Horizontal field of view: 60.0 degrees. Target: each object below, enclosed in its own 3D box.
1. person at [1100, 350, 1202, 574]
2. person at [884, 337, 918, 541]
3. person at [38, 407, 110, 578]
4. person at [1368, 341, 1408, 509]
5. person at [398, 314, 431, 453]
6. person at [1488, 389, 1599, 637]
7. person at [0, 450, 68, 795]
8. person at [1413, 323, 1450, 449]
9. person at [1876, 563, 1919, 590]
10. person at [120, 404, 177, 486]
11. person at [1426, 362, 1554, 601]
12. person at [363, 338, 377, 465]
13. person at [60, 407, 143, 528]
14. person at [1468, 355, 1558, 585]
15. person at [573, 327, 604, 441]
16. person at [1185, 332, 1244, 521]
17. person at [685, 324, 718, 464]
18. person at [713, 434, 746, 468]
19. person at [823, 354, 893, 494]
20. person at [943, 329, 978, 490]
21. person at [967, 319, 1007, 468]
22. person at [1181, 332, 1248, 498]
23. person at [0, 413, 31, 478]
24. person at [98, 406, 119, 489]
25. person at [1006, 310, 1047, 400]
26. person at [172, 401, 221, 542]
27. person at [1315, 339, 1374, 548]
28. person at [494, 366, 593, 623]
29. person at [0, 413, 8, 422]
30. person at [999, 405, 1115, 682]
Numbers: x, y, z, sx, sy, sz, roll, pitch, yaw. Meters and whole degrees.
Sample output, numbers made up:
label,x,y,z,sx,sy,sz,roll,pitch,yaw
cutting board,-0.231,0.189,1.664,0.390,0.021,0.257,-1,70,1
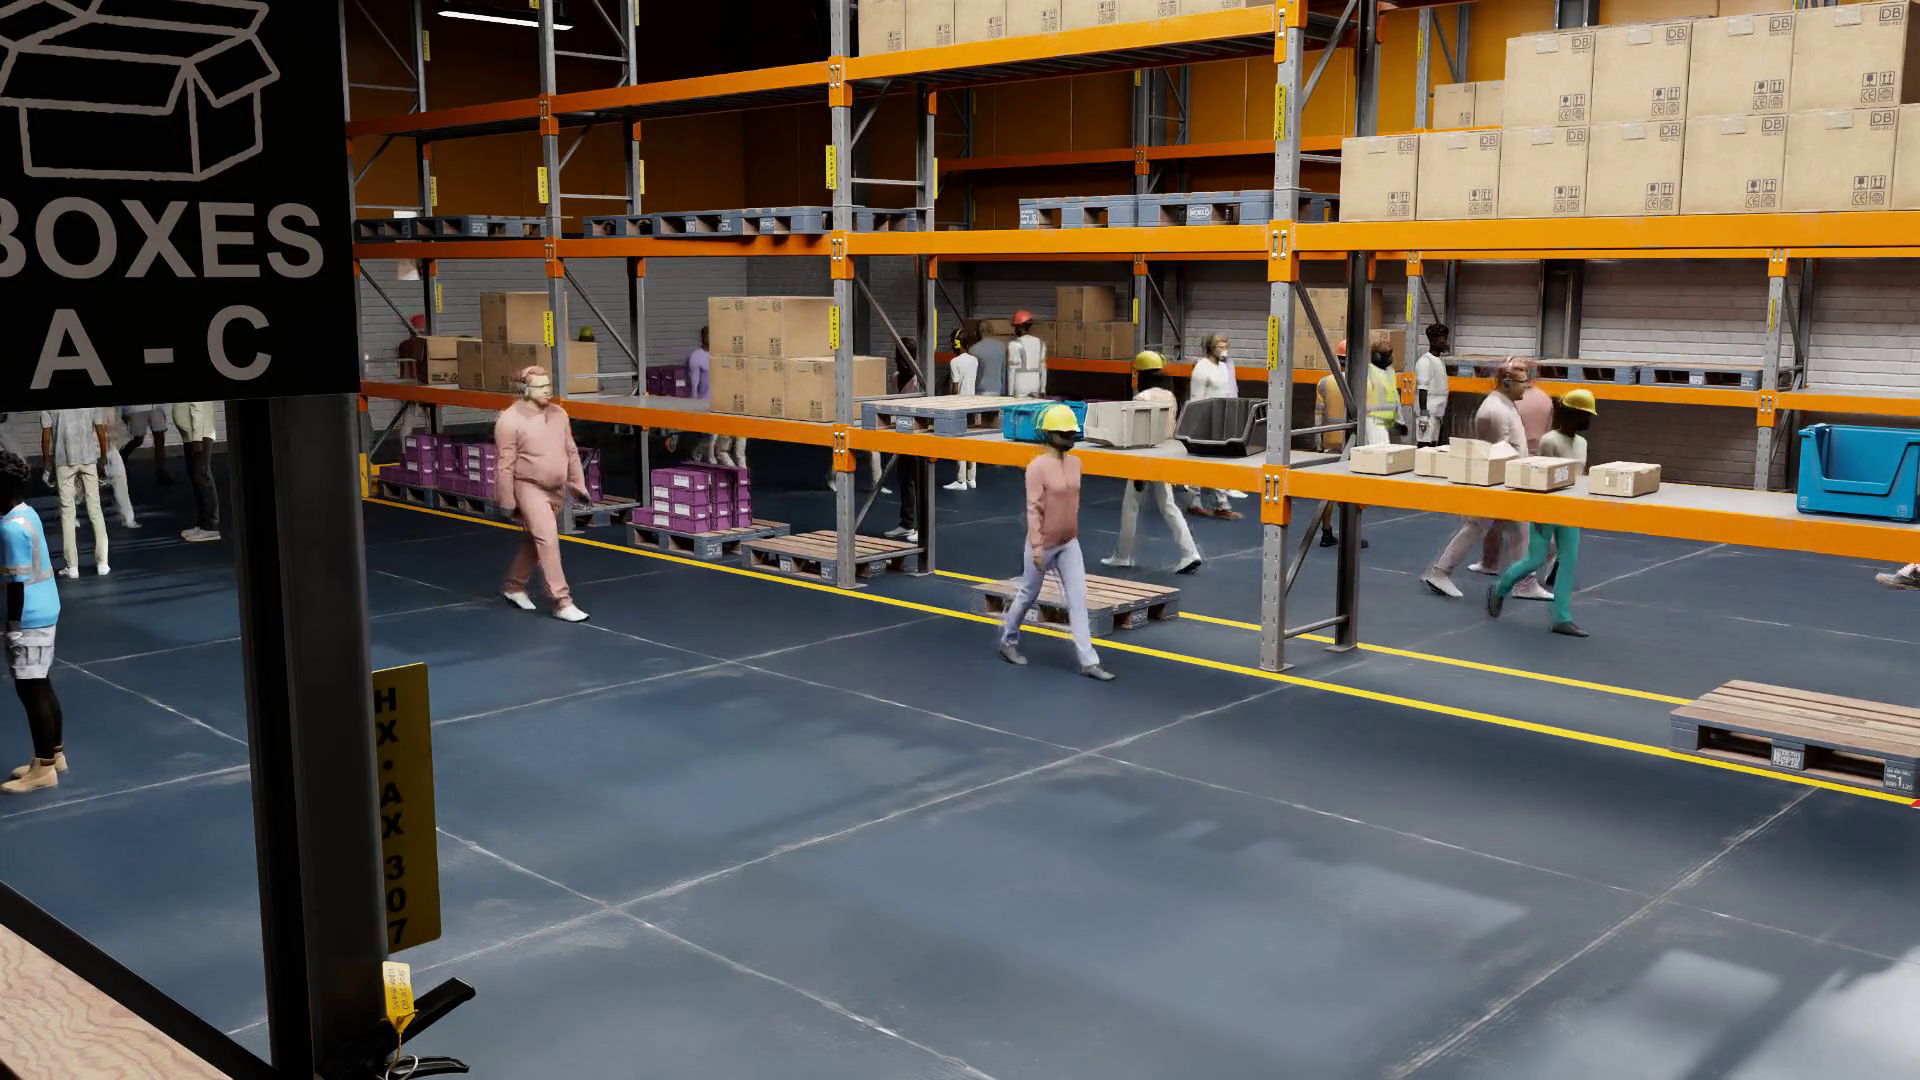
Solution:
label,x,y,z,sx,sy,sz,roll,pitch,yaw
person,1.662,-0.654,14.050,0.967,1.886,0.603,9,13,44
person,-0.459,-0.949,15.739,0.399,1.924,0.598,-7,12,-37
person,-7.357,-0.620,13.823,0.514,1.876,0.328,-7,12,-39
person,4.522,-1.254,17.969,0.960,1.796,0.630,7,12,38
person,-7.011,-1.946,21.666,0.631,1.959,0.763,5,11,29
person,4.179,-0.215,11.793,0.570,1.721,0.747,-6,11,-31
person,-4.595,0.394,8.165,0.321,1.694,0.535,-4,10,-23
person,5.228,-1.423,18.461,0.362,1.963,0.613,6,11,31
person,7.936,-0.541,13.154,1.052,1.939,0.654,3,10,17
person,-9.720,-1.586,19.695,0.825,1.905,0.546,5,10,28
person,4.128,-0.455,12.865,0.959,1.860,0.626,6,11,31
person,-7.305,-1.666,20.138,0.600,1.895,0.789,3,10,16
person,-8.556,-0.901,16.417,0.838,1.606,0.535,3,10,16
person,4.605,-0.583,13.619,0.647,1.865,0.915,-4,10,-24
person,-5.591,-2.348,24.962,0.496,1.697,0.923,4,10,24
person,2.666,-1.152,16.989,0.840,1.908,0.638,5,10,27
person,-3.022,-1.616,19.811,0.767,1.918,0.636,7,11,36
person,-2.555,-1.286,18.666,0.371,1.627,0.518,4,10,22
person,-1.187,-1.325,18.966,0.796,1.605,0.513,6,11,33
person,0.009,-1.515,19.319,0.328,1.873,0.512,6,11,32
person,0.242,-1.900,21.561,0.662,1.905,0.888,-9,13,-44
person,2.822,-1.419,18.759,0.935,1.866,0.638,7,12,36
person,-11.813,-1.595,20.110,0.962,1.781,0.679,-4,10,-23
person,-10.011,-1.490,19.276,0.451,1.828,0.608,-9,13,-43
person,0.893,-1.972,21.625,0.630,2.026,0.634,-9,13,-43
person,-7.248,-0.977,15.692,0.405,1.987,0.608,-7,11,-36
person,3.532,-0.883,15.241,0.551,1.935,0.372,7,12,38
person,-3.102,-0.354,12.244,0.982,1.865,0.647,5,11,29
person,-11.610,-1.571,19.720,0.615,1.851,0.461,-2,10,-15
person,0.576,-0.002,10.517,0.534,1.721,0.926,-8,12,-41
